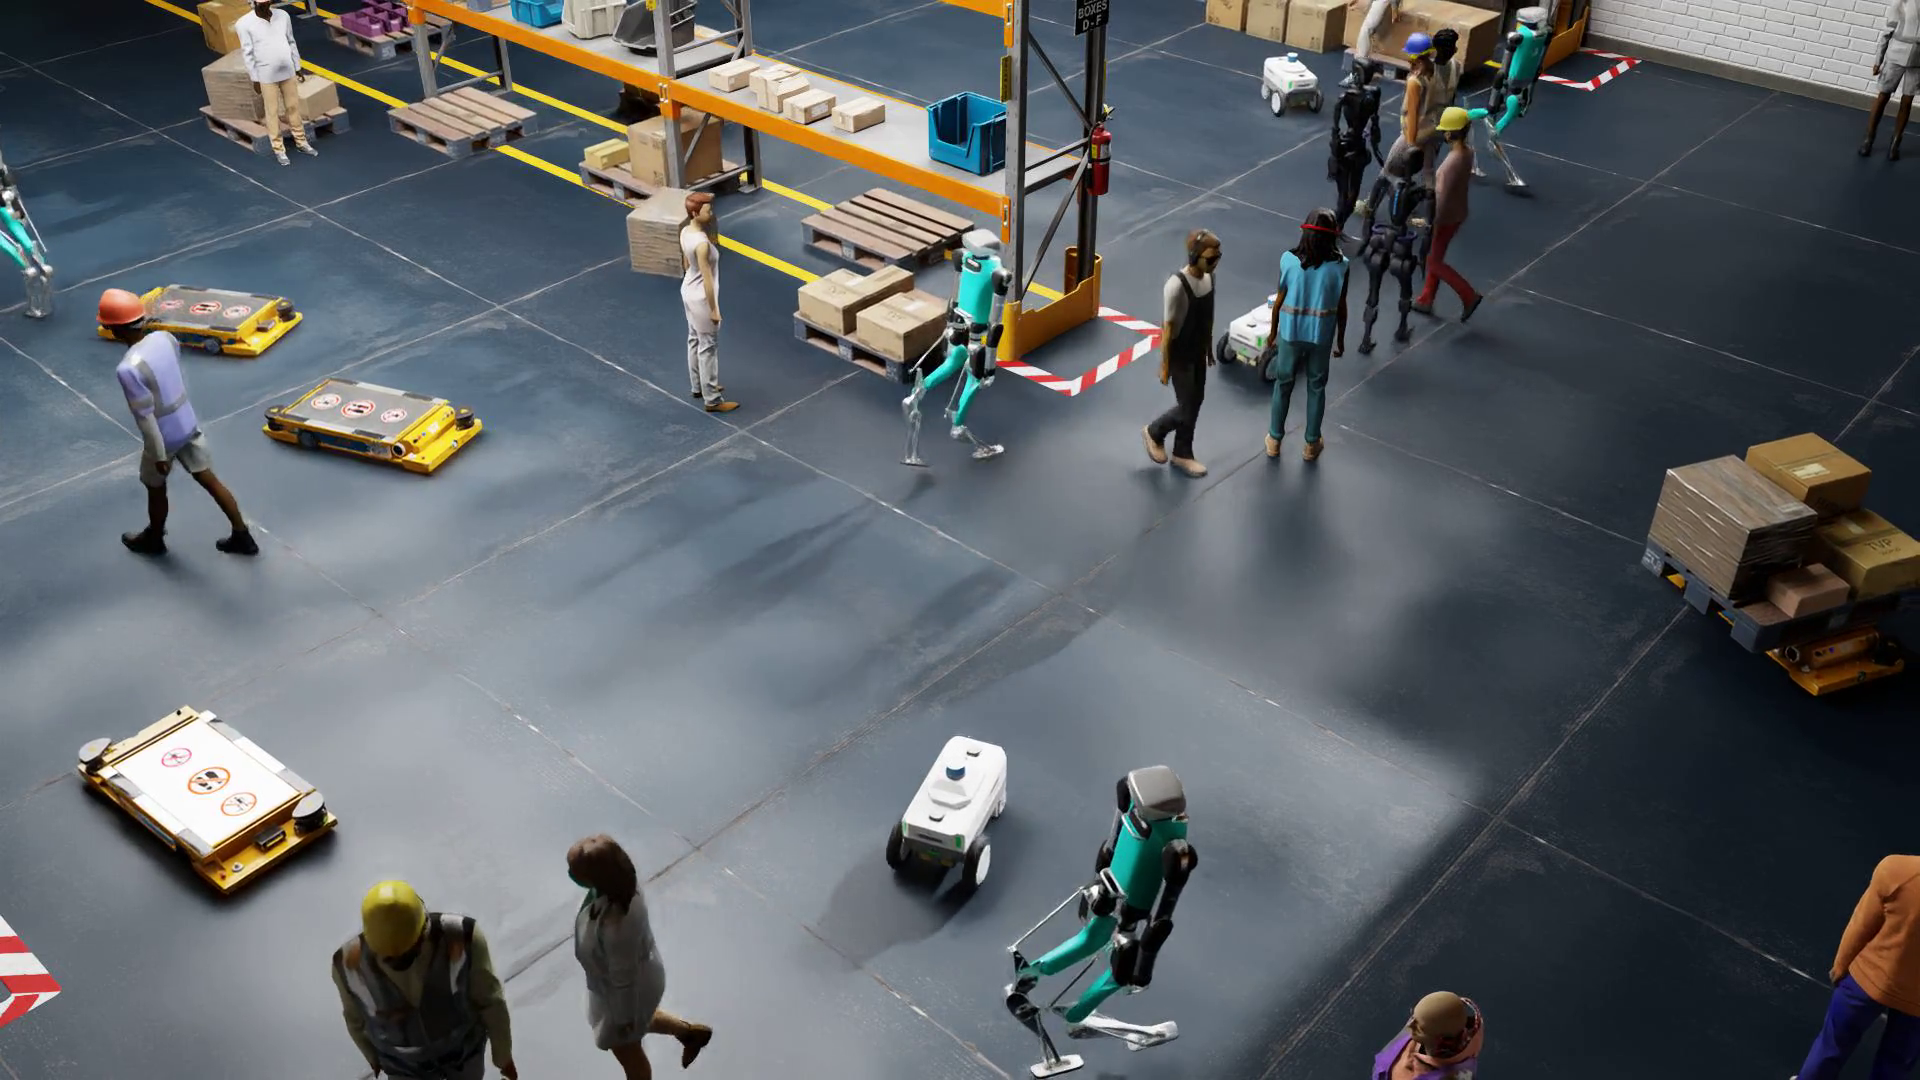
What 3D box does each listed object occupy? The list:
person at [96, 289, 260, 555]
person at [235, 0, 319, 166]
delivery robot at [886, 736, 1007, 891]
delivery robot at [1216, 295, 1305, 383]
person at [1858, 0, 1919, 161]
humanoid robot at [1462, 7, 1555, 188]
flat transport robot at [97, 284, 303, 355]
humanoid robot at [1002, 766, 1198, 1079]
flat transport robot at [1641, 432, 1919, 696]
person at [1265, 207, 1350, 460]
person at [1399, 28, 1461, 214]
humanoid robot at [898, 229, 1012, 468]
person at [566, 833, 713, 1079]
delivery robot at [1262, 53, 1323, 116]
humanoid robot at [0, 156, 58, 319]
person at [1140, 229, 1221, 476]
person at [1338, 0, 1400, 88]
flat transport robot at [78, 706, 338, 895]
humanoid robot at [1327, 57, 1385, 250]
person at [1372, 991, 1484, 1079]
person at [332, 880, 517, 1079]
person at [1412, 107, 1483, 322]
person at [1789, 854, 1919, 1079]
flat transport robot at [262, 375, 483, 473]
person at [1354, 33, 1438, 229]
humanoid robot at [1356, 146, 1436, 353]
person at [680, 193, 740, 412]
[{"bbox_3d":[-5.012,-0.708,10.415,0.916,1.887,0.558,7,35,9],"label":"person"},{"bbox_3d":[-6.602,-4.525,16.058,0.324,1.751,0.558,25,42,32],"label":"person"},{"bbox_3d":[-0.030,1.390,8.562,0.499,0.614,0.812,13,37,17],"label":"delivery robot"},{"bbox_3d":[2.390,-1.589,12.876,0.807,0.613,0.499,-27,43,-34],"label":"delivery robot"},{"bbox_3d":[9.146,-4.636,16.076,0.546,1.924,0.385,14,37,20],"label":"person"},{"bbox_3d":[5.026,-4.124,15.479,0.540,1.742,0.948,-18,38,-24],"label":"humanoid robot"},{"bbox_3d":[-6.121,-1.776,13.383,1.431,0.231,0.659,8,35,11],"label":"flat transport robot"},{"bbox_3d":[0.549,1.711,7.022,0.981,1.720,0.558,-13,37,-18],"label":"humanoid robot"},{"bbox_3d":[5.006,0.402,10.229,0.659,0.231,1.431,-12,36,-17],"label":"flat transport robot"},{"bbox_3d":[2.385,-1.399,11.431,0.537,1.865,0.386,8,35,12],"label":"person"},{"bbox_3d":[4.258,-3.800,15.066,0.535,1.693,0.320,-17,38,-23],"label":"person"},{"bbox_3d":[-0.122,-1.171,11.277,1.022,1.773,0.531,-24,41,-30],"label":"humanoid robot"},{"bbox_3d":[-1.359,1.827,6.947,0.490,1.645,0.497,-11,36,-15],"label":"person"},{"bbox_3d":[3.484,-4.825,17.548,0.499,0.593,0.789,-8,35,-12],"label":"delivery robot"},{"bbox_3d":[-7.564,-2.501,13.193,0.771,1.832,0.532,20,39,26],"label":"humanoid robot"},{"bbox_3d":[1.546,-1.247,11.238,0.435,1.831,0.524,28,43,34],"label":"person"},{"bbox_3d":[4.549,-5.834,17.903,0.896,1.852,0.553,-10,36,-14],"label":"person"},{"bbox_3d":[-4.035,1.335,8.877,1.431,0.231,0.659,24,41,31],"label":"flat transport robot"},{"bbox_3d":[3.426,-3.353,14.429,0.600,1.661,0.367,-21,40,-27],"label":"humanoid robot"},{"bbox_3d":[1.697,2.282,6.249,0.347,1.694,0.479,-4,35,-5],"label":"person"},{"bbox_3d":[-2.032,2.055,6.481,0.594,1.803,0.775,-13,37,-18],"label":"person"},{"bbox_3d":[3.942,-2.552,13.207,0.600,1.736,0.555,19,39,25],"label":"person"},{"bbox_3d":[3.820,1.779,6.740,0.512,1.974,0.406,18,38,24],"label":"person"},{"bbox_3d":[-4.260,-0.847,12.038,1.431,0.231,0.659,12,36,17],"label":"flat transport robot"},{"bbox_3d":[3.979,-3.628,14.786,0.890,1.721,0.486,26,43,33],"label":"person"},{"bbox_3d":[3.370,-2.279,12.892,0.591,1.641,0.636,21,40,28],"label":"humanoid robot"},{"bbox_3d":[-1.861,-1.732,12.095,0.289,1.656,0.446,-16,38,-21],"label":"person"}]
